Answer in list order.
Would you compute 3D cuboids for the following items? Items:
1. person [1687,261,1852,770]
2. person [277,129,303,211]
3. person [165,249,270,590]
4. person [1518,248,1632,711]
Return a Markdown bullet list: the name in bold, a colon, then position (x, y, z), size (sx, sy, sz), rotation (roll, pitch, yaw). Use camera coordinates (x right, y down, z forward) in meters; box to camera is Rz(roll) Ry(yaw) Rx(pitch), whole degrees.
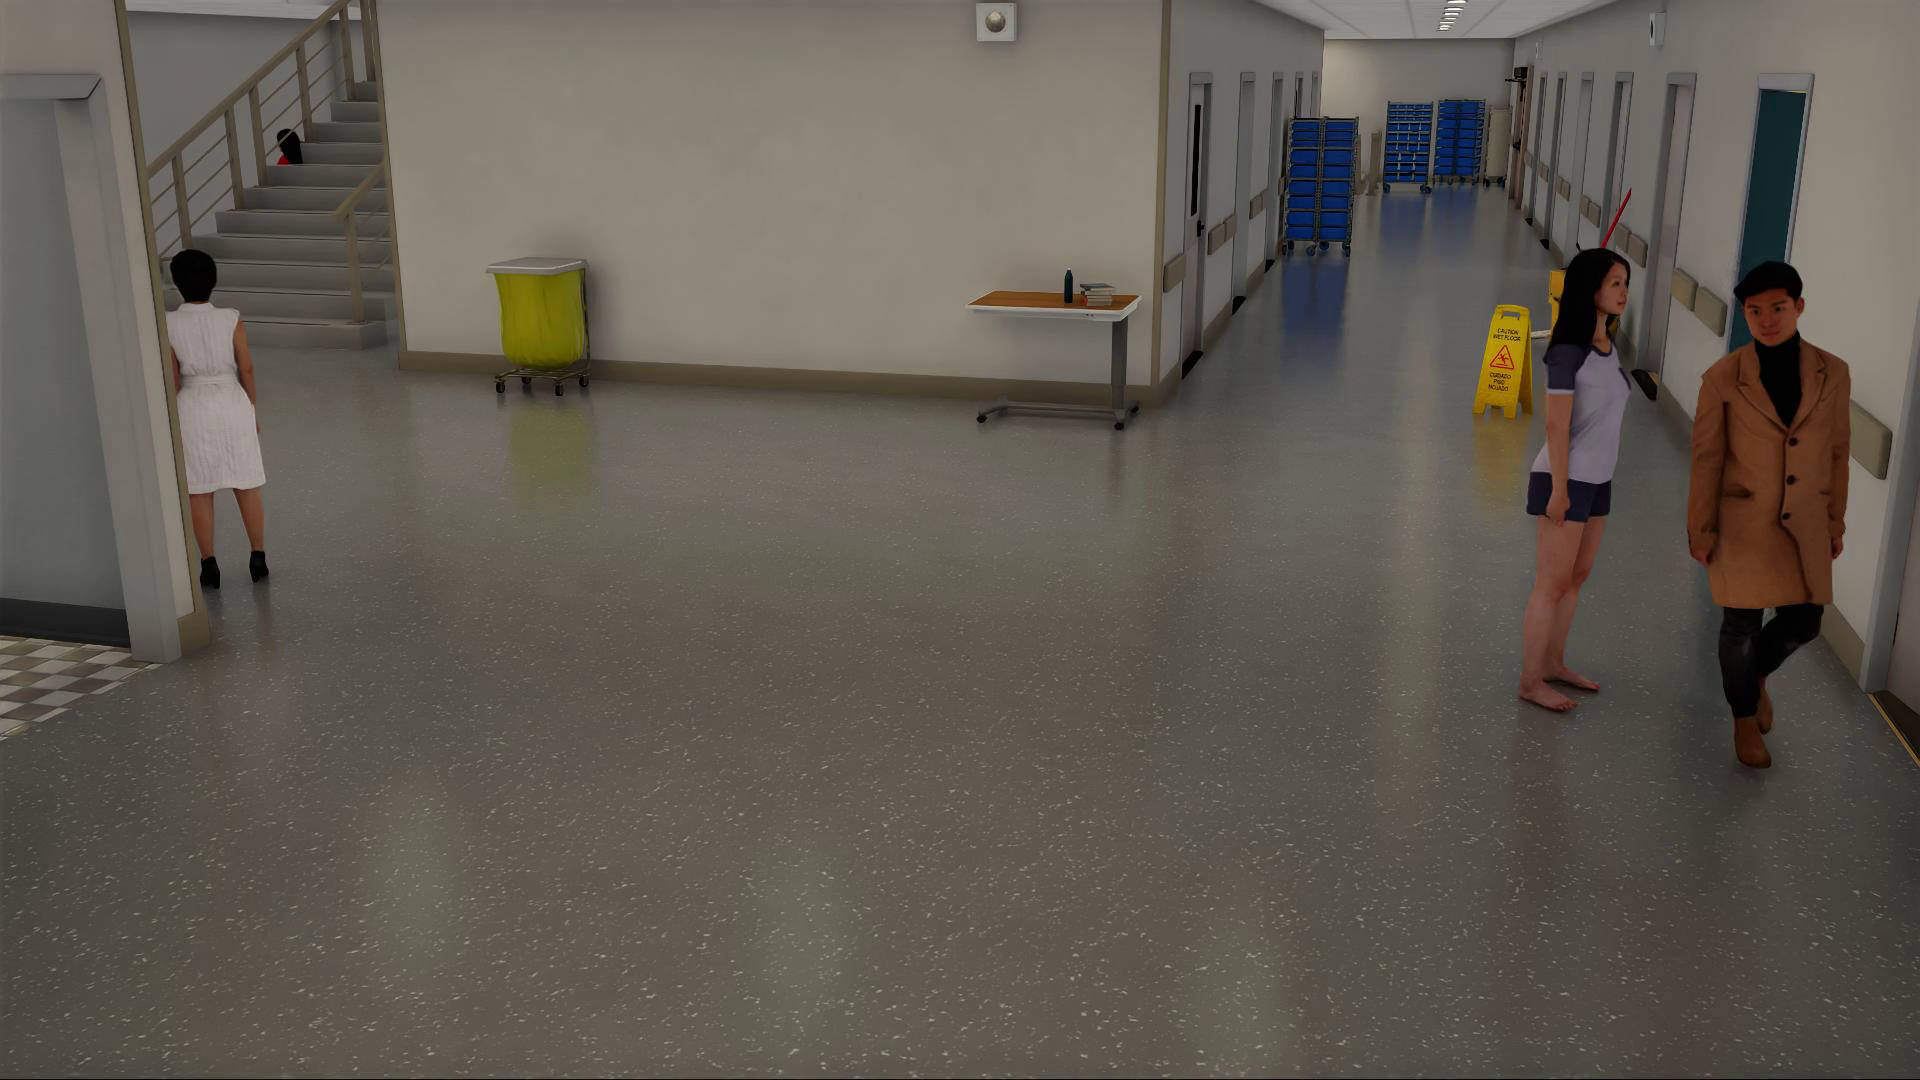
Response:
- **person**: position (2.719, -0.098, 5.656), size (0.718, 1.707, 0.811), rotation (2, 16, 7)
- **person**: position (-6.909, -3.386, 17.320), size (0.693, 1.749, 0.572), rotation (2, 16, 8)
- **person**: position (-3.422, -0.552, 7.623), size (0.637, 1.556, 0.698), rotation (-9, 18, -29)
- **person**: position (2.299, -0.234, 6.218), size (0.726, 1.707, 0.596), rotation (13, 21, 40)
